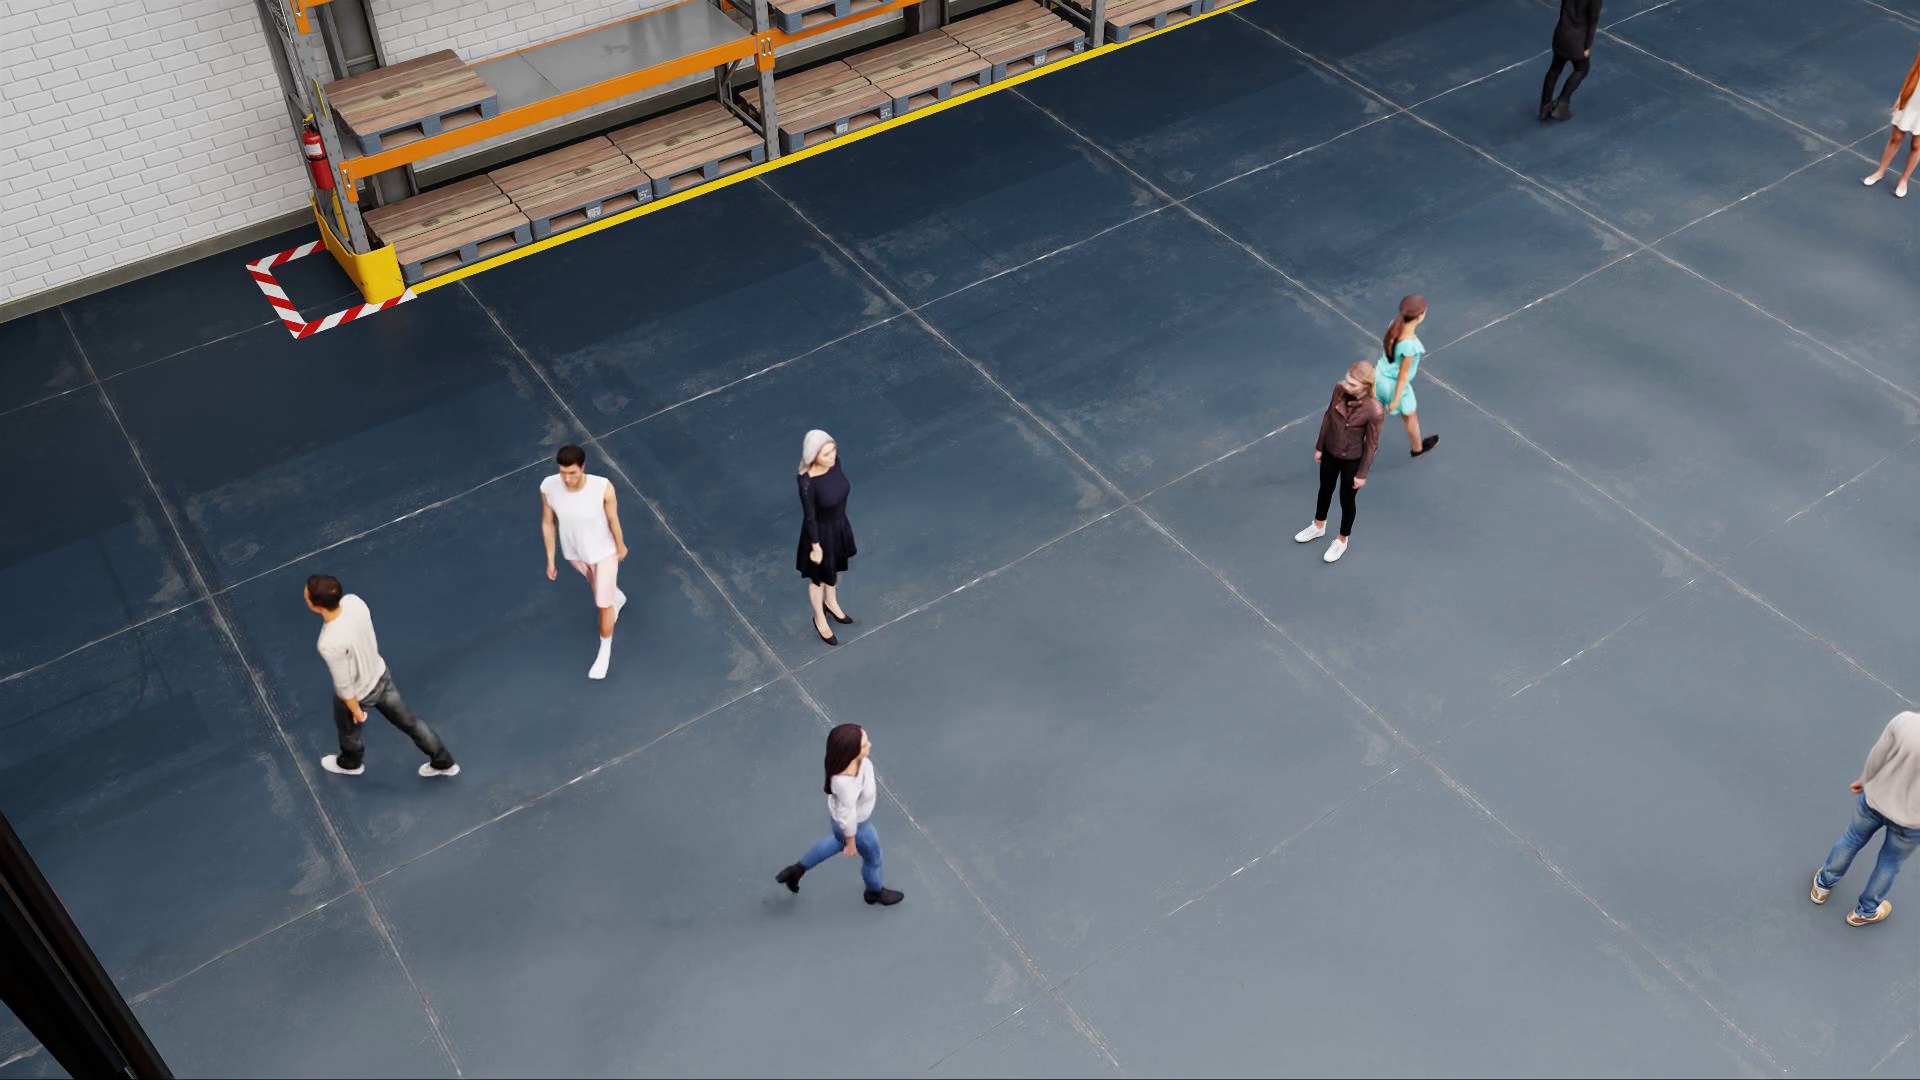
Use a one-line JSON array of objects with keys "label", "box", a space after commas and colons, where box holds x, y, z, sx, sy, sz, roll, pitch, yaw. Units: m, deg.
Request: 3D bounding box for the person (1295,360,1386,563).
[{"label": "person", "box": [2.692, -0.583, 11.617, 0.508, 1.706, 0.610, -28, 50, -26]}]

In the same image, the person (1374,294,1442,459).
[{"label": "person", "box": [3.129, -1.136, 12.341, 1.096, 1.507, 0.718, -13, 45, -14]}]

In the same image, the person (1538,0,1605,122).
[{"label": "person", "box": [5.866, -4.837, 16.042, 0.571, 1.762, 0.643, -23, 48, -22]}]

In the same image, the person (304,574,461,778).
[{"label": "person", "box": [-3.509, 0.872, 10.044, 1.179, 1.768, 1.141, 8, 44, 8]}]

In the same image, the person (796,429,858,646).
[{"label": "person", "box": [-0.886, -0.035, 11.012, 0.749, 1.747, 0.646, 20, 47, 20]}]

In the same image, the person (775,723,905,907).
[{"label": "person", "box": [-0.696, 1.580, 9.418, 1.060, 1.607, 0.854, -7, 44, -7]}]

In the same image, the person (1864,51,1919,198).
[{"label": "person", "box": [8.786, -3.982, 15.176, 0.605, 1.717, 0.634, -34, 53, -30]}]

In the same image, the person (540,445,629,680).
[{"label": "person", "box": [-2.414, -0.006, 10.987, 1.082, 1.739, 1.163, 9, 44, 9]}]

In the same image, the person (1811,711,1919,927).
[{"label": "person", "box": [5.255, 1.481, 9.307, 0.582, 1.904, 0.658, -28, 50, -26]}]
